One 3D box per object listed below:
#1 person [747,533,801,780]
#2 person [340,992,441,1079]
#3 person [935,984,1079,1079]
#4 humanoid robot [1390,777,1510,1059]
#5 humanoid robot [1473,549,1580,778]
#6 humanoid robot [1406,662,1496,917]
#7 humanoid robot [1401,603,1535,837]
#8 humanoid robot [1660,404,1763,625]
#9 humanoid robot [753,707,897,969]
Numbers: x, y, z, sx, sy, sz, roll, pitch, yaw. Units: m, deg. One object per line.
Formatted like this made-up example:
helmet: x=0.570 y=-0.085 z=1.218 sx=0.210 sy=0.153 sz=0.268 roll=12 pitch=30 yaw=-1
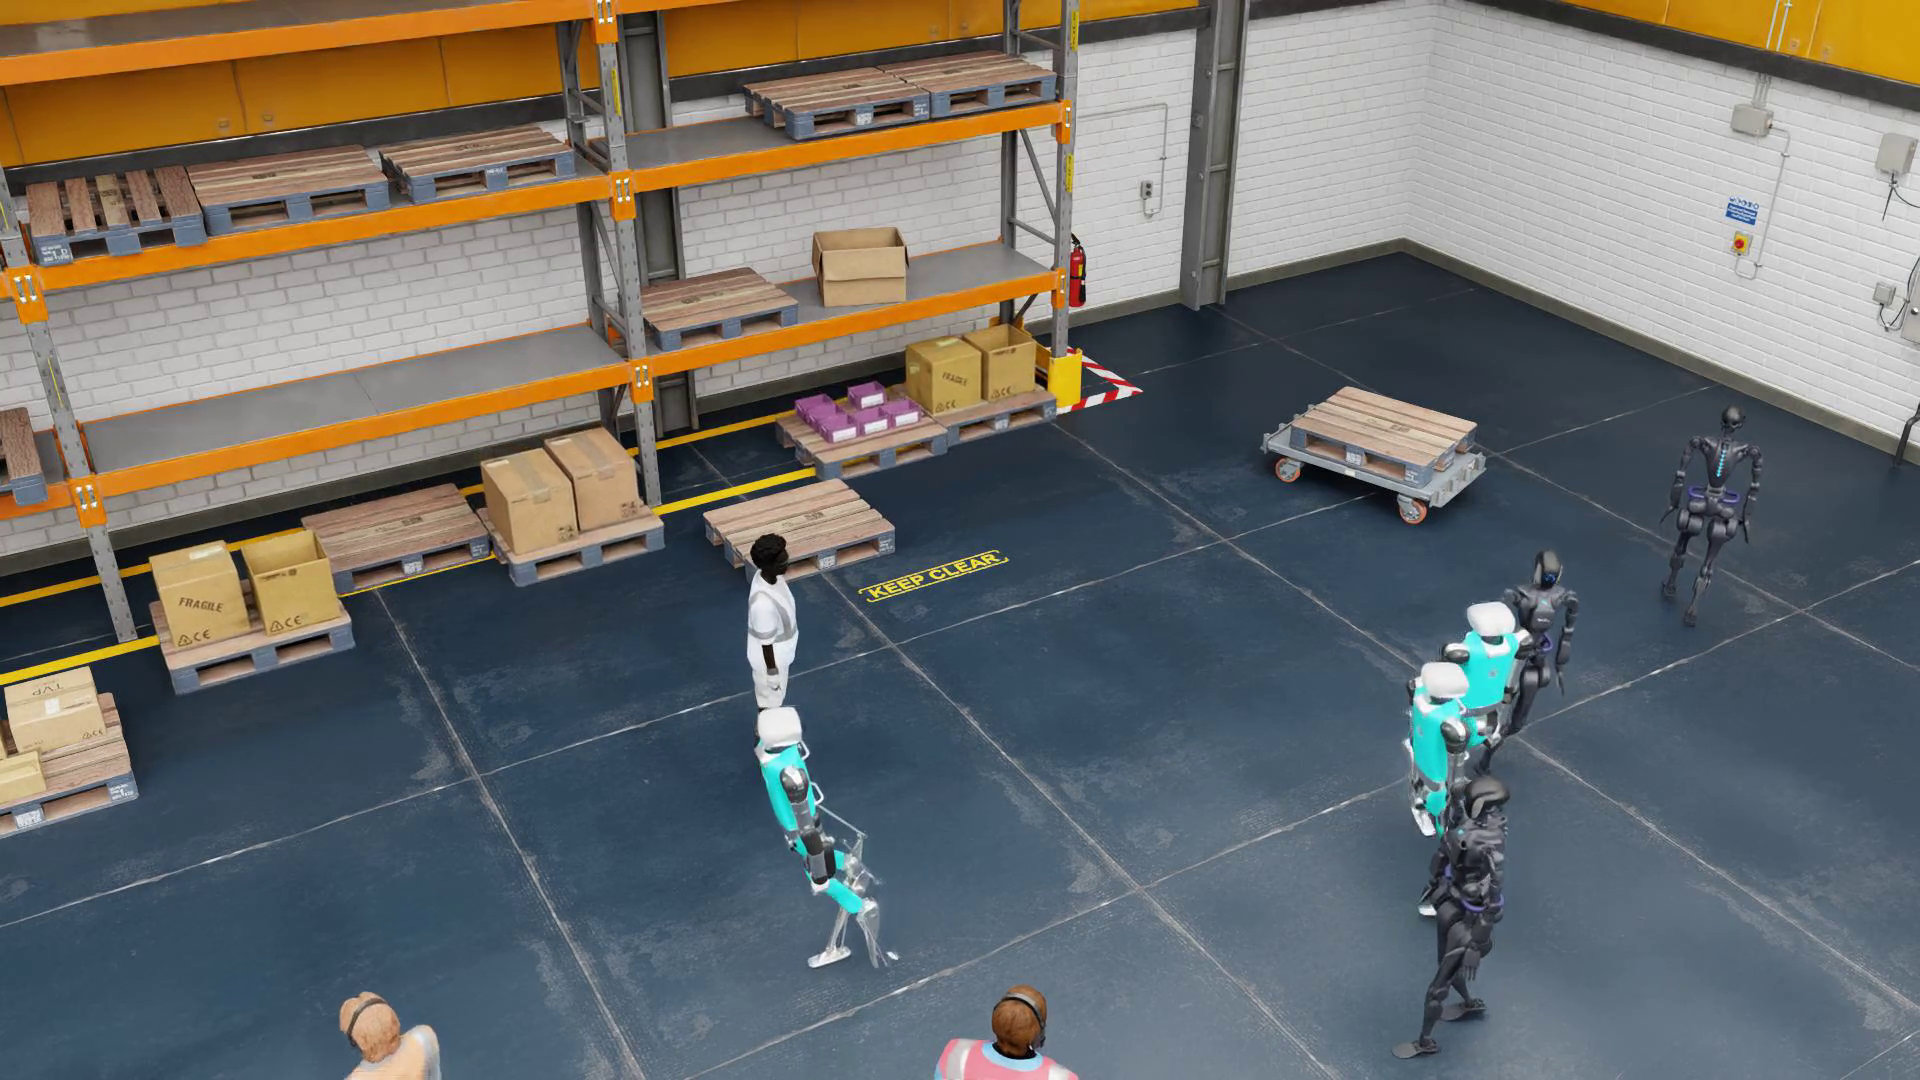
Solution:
person: x=-1.148 y=0.711 z=10.263 sx=0.317 sy=1.695 sz=0.539 roll=-1 pitch=29 yaw=-1
person: x=-2.378 y=2.560 z=7.062 sx=0.387 sy=1.623 sz=0.517 roll=24 pitch=38 yaw=36
person: x=0.211 y=2.563 z=6.855 sx=0.629 sy=1.836 sz=0.431 roll=10 pitch=31 yaw=17
humanoid robot: x=2.493 y=1.844 z=8.296 sx=0.600 sy=1.641 sz=0.609 roll=-5 pitch=30 yaw=-9
humanoid robot: x=3.437 y=0.771 z=10.230 sx=0.610 sy=1.676 sz=0.552 roll=-1 pitch=29 yaw=-1
humanoid robot: x=2.731 y=1.459 z=9.007 sx=0.760 sy=1.883 sz=0.531 roll=-6 pitch=30 yaw=-11
humanoid robot: x=2.844 y=1.020 z=9.697 sx=0.550 sy=1.778 sz=0.804 roll=-8 pitch=30 yaw=-13
humanoid robot: x=5.393 y=-0.227 z=11.962 sx=0.604 sy=1.633 sz=0.649 roll=13 pitch=32 yaw=21
humanoid robot: x=-0.646 y=1.622 z=8.727 sx=0.793 sy=1.877 sz=0.546 roll=-13 pitch=32 yaw=-21
